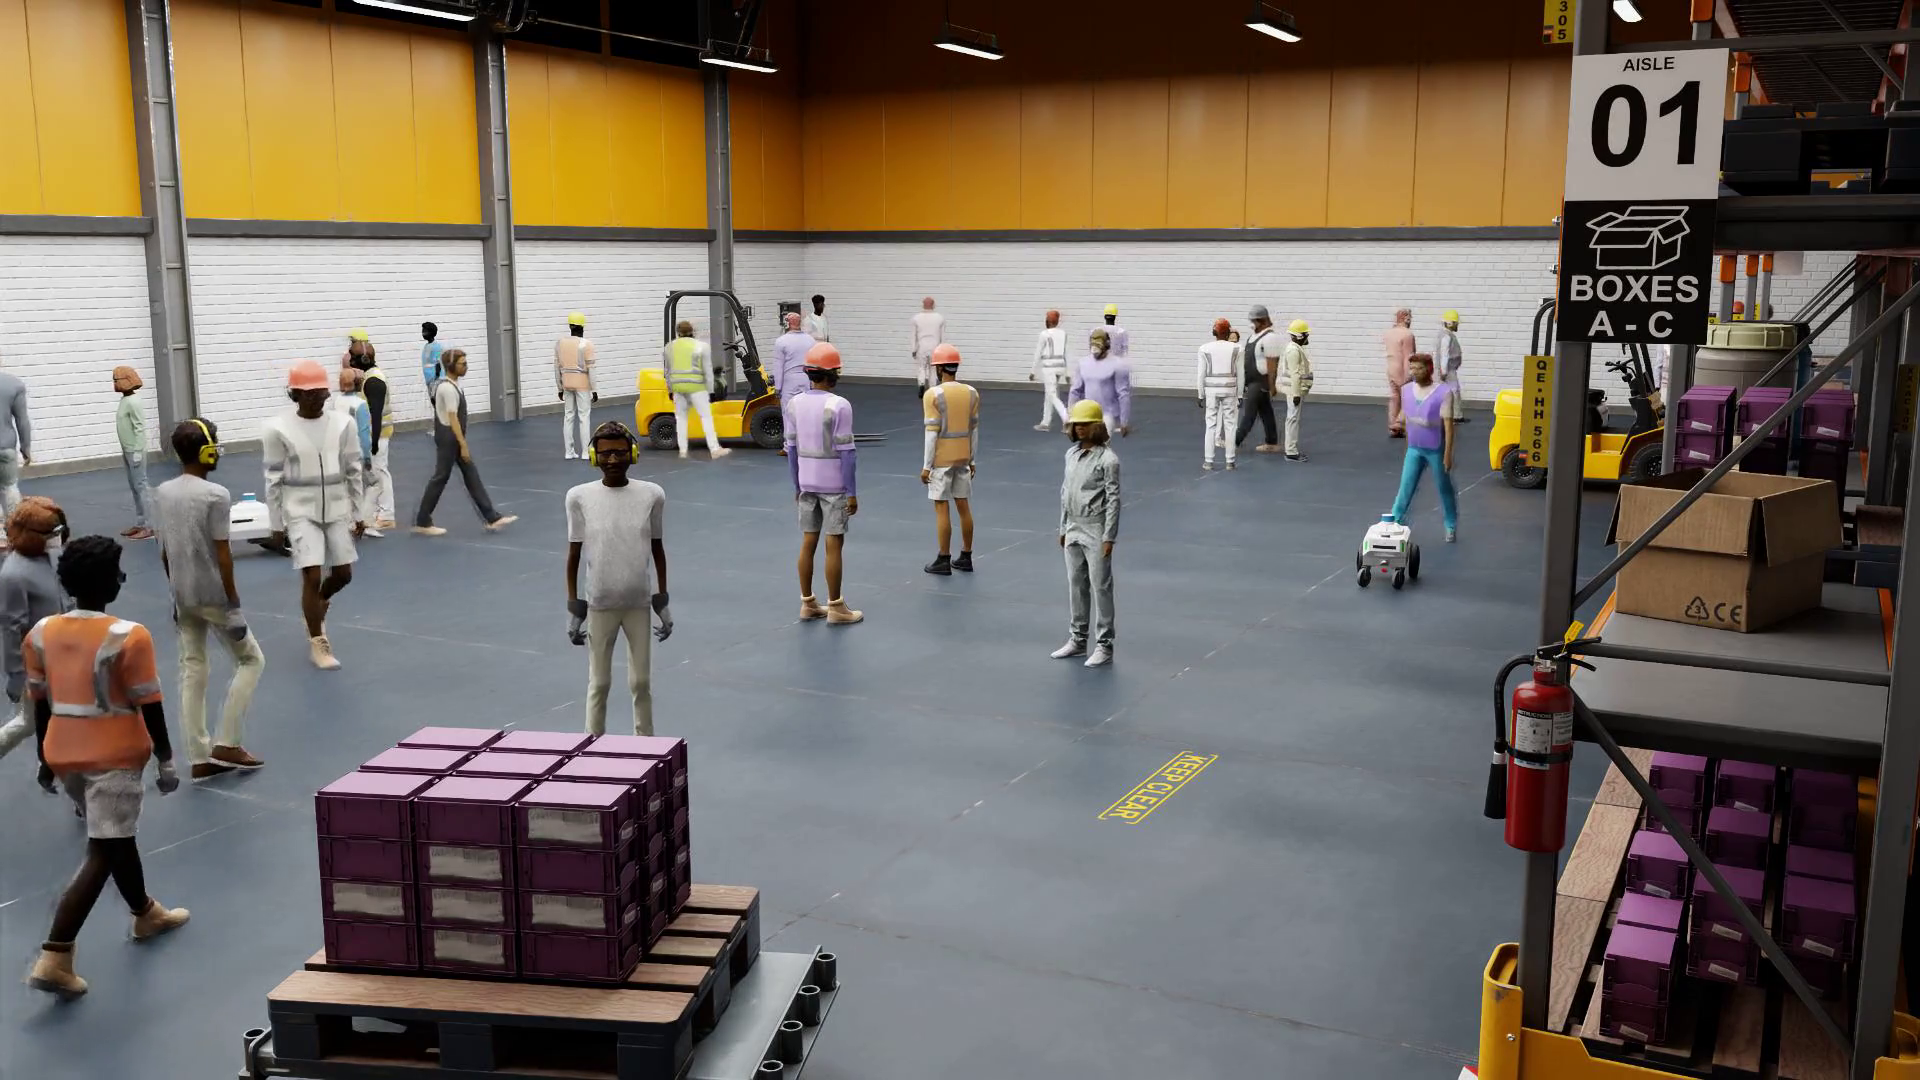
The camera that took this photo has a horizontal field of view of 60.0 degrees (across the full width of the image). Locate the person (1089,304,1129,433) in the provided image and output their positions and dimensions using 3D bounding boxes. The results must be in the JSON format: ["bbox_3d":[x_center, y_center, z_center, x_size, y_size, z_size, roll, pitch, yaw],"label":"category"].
[{"bbox_3d":[2.232,-2.566,24.912,0.589,1.927,0.387,2,10,13],"label":"person"}]

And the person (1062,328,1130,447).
[{"bbox_3d":[1.372,-1.228,17.241,0.911,1.900,0.643,-10,14,-44],"label":"person"}]

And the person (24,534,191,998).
[{"bbox_3d":[-3.208,0.810,6.145,0.539,1.663,0.855,3,10,18],"label":"person"}]

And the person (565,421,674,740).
[{"bbox_3d":[-1.694,0.335,8.284,0.532,1.870,0.316,-3,10,-19],"label":"person"}]

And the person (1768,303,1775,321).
[{"bbox_3d":[12.196,-2.631,25.261,0.633,1.938,0.360,2,10,11],"label":"person"}]

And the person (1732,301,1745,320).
[{"bbox_3d":[12.002,-2.734,25.858,0.365,1.935,0.553,-5,11,-28],"label":"person"}]

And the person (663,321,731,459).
[{"bbox_3d":[-3.478,-1.960,21.769,0.823,1.810,0.430,2,10,12],"label":"person"}]

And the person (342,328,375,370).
[{"bbox_3d":[-7.608,-1.802,21.016,0.531,1.753,0.581,4,11,24],"label":"person"}]

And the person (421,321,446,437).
[{"bbox_3d":[-7.701,-2.350,24.354,0.321,1.690,0.536,-7,12,-34],"label":"person"}]

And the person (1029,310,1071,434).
[{"bbox_3d":[1.437,-2.512,24.837,0.570,1.857,0.899,-9,14,-43],"label":"person"}]

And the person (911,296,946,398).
[{"bbox_3d":[-0.574,-3.516,30.529,0.646,1.891,0.448,0,10,0],"label":"person"}]

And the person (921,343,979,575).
[{"bbox_3d":[-0.107,-0.674,13.939,0.552,1.933,0.374,-8,12,-38],"label":"person"}]

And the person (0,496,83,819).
[{"bbox_3d":[-4.370,0.567,7.742,0.754,1.589,0.525,-2,10,-11],"label":"person"}]

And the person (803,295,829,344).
[{"bbox_3d":[-2.531,-3.379,29.558,0.402,1.956,0.609,7,12,37],"label":"person"}]

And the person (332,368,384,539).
[{"bbox_3d":[-5.616,-0.794,15.523,0.525,1.628,0.417,6,12,32],"label":"person"}]

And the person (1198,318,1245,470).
[{"bbox_3d":[3.236,-1.806,20.639,0.576,1.884,0.354,1,10,7],"label":"person"}]

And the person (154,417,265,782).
[{"bbox_3d":[-3.810,0.304,8.506,0.552,1.853,0.493,4,11,22],"label":"person"}]

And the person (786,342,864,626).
[{"bbox_3d":[-0.974,-0.400,12.030,0.609,2.048,0.367,7,12,37],"label":"person"}]

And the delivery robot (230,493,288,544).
[{"bbox_3d":[-6.291,-0.170,14.743,0.707,0.478,0.477,-8,13,-40],"label":"delivery robot"}]

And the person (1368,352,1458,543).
[{"bbox_3d":[4.275,-0.823,15.282,1.043,1.778,0.623,-8,13,-38],"label":"person"}]

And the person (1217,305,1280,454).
[{"bbox_3d":[3.907,-2.180,22.353,0.963,2.000,0.696,-1,10,-4],"label":"person"}]

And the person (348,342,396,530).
[{"bbox_3d":[-5.757,-1.015,16.225,0.430,1.835,0.621,-5,11,-29],"label":"person"}]

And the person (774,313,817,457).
[{"bbox_3d":[-2.198,-2.056,22.050,0.645,1.903,0.401,-8,13,-39],"label":"person"}]

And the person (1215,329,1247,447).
[{"bbox_3d":[3.751,-2.106,23.088,0.523,1.638,0.310,-3,10,-16],"label":"person"}]

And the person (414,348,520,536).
[{"bbox_3d":[-4.744,-0.916,15.754,0.988,1.787,0.534,-2,10,-9],"label":"person"}]

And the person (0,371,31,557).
[{"bbox_3d":[-8.615,-0.809,14.767,0.627,1.919,0.515,-9,13,-41],"label":"person"}]

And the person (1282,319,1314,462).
[{"bbox_3d":[4.363,-1.932,21.505,0.404,1.836,0.600,2,10,10],"label":"person"}]

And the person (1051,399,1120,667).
[{"bbox_3d":[0.833,-0.044,10.872,0.338,1.749,0.494,-8,13,-38],"label":"person"}]

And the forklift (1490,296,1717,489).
[{"bbox_3d":[7.296,-1.677,18.993,2.313,2.155,1.214,5,11,27],"label":"forklift"}]

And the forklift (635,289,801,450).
[{"bbox_3d":[-3.358,-2.392,23.136,2.313,2.155,1.214,-1,10,-5],"label":"forklift"}]

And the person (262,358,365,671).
[{"bbox_3d":[-4.242,-0.187,10.890,0.611,2.026,0.734,-8,13,-40],"label":"person"}]

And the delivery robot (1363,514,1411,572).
[{"bbox_3d":[3.489,0.031,13.579,0.477,0.478,0.707,3,10,18],"label":"delivery robot"}]

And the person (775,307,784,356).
[{"bbox_3d":[-2.531,-2.508,24.657,0.421,1.898,0.693,-3,10,-18],"label":"person"}]

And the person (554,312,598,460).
[{"bbox_3d":[-4.966,-1.995,21.609,0.594,1.924,0.381,4,10,20],"label":"person"}]

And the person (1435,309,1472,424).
[{"bbox_3d":[7.643,-2.736,26.250,0.843,1.807,0.586,2,10,11],"label":"person"}]

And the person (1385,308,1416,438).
[{"bbox_3d":[6.398,-2.408,24.076,0.419,1.893,0.679,-3,10,-15],"label":"person"}]

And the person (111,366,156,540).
[{"bbox_3d":[-7.790,-0.819,15.652,0.268,1.632,0.509,-8,12,-37],"label":"person"}]

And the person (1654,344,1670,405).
[{"bbox_3d":[9.586,-2.052,22.184,0.621,1.845,0.429,3,10,15],"label":"person"}]
